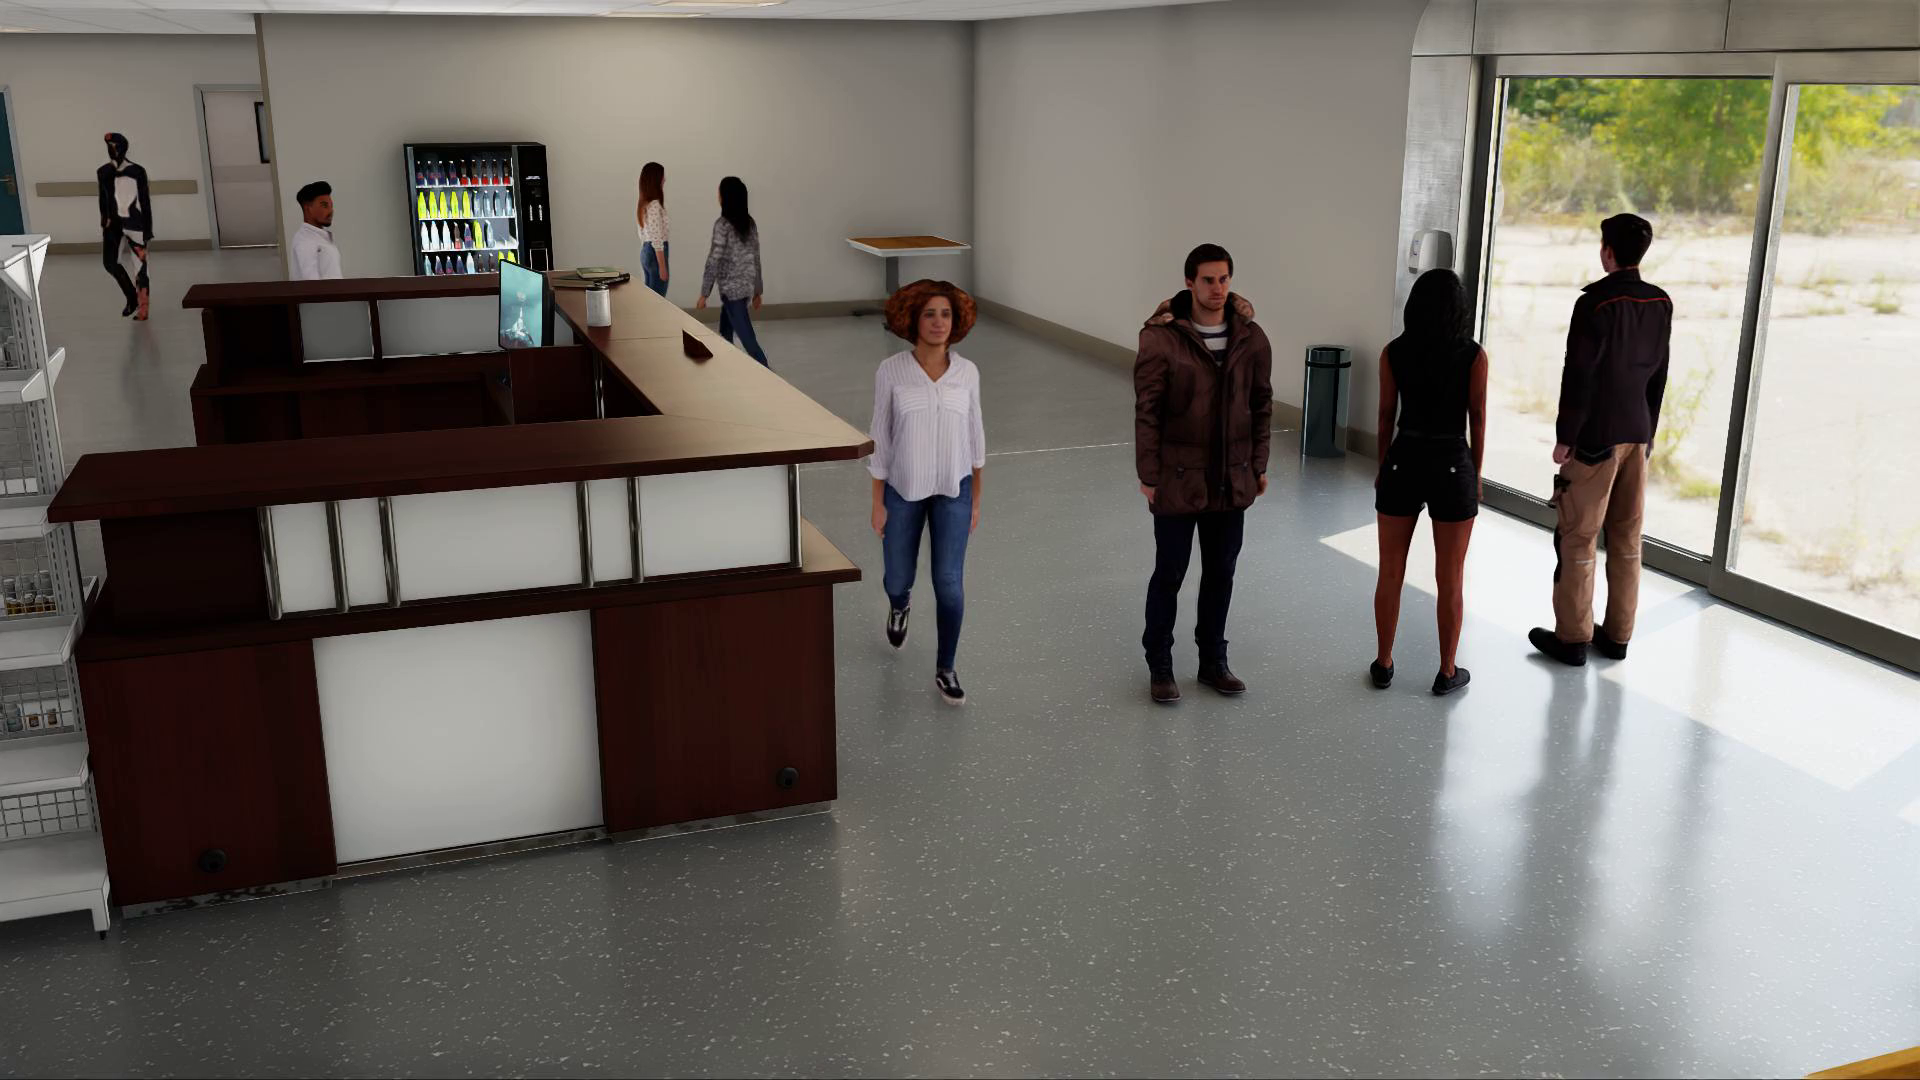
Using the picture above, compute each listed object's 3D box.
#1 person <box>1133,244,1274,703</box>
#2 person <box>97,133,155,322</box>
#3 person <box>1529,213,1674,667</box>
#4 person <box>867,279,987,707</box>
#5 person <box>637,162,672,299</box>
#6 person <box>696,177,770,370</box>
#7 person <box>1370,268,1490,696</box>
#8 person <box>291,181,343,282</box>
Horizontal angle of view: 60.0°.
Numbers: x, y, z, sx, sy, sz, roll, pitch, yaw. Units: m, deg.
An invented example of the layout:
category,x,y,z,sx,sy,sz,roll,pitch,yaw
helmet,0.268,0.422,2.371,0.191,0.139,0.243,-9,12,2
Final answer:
category,x,y,z,sx,sy,sz,roll,pitch,yaw
person,0.968,-0.272,6.709,0.605,1.848,0.814,-5,16,-16
person,-8.489,-3.202,17.032,0.734,1.886,0.861,0,16,1
person,2.754,-0.418,7.089,0.521,1.923,0.748,-7,17,-22
person,-0.148,-0.221,6.803,0.912,1.699,0.823,-2,16,-8
person,-2.707,-2.462,14.704,0.491,1.725,0.582,-6,17,-21
person,-1.632,-1.842,12.574,1.141,1.687,1.157,10,18,31
person,1.900,-0.232,6.766,0.668,1.740,0.731,7,17,23
person,-4.205,-1.442,10.936,0.644,1.807,0.681,-2,16,-9
